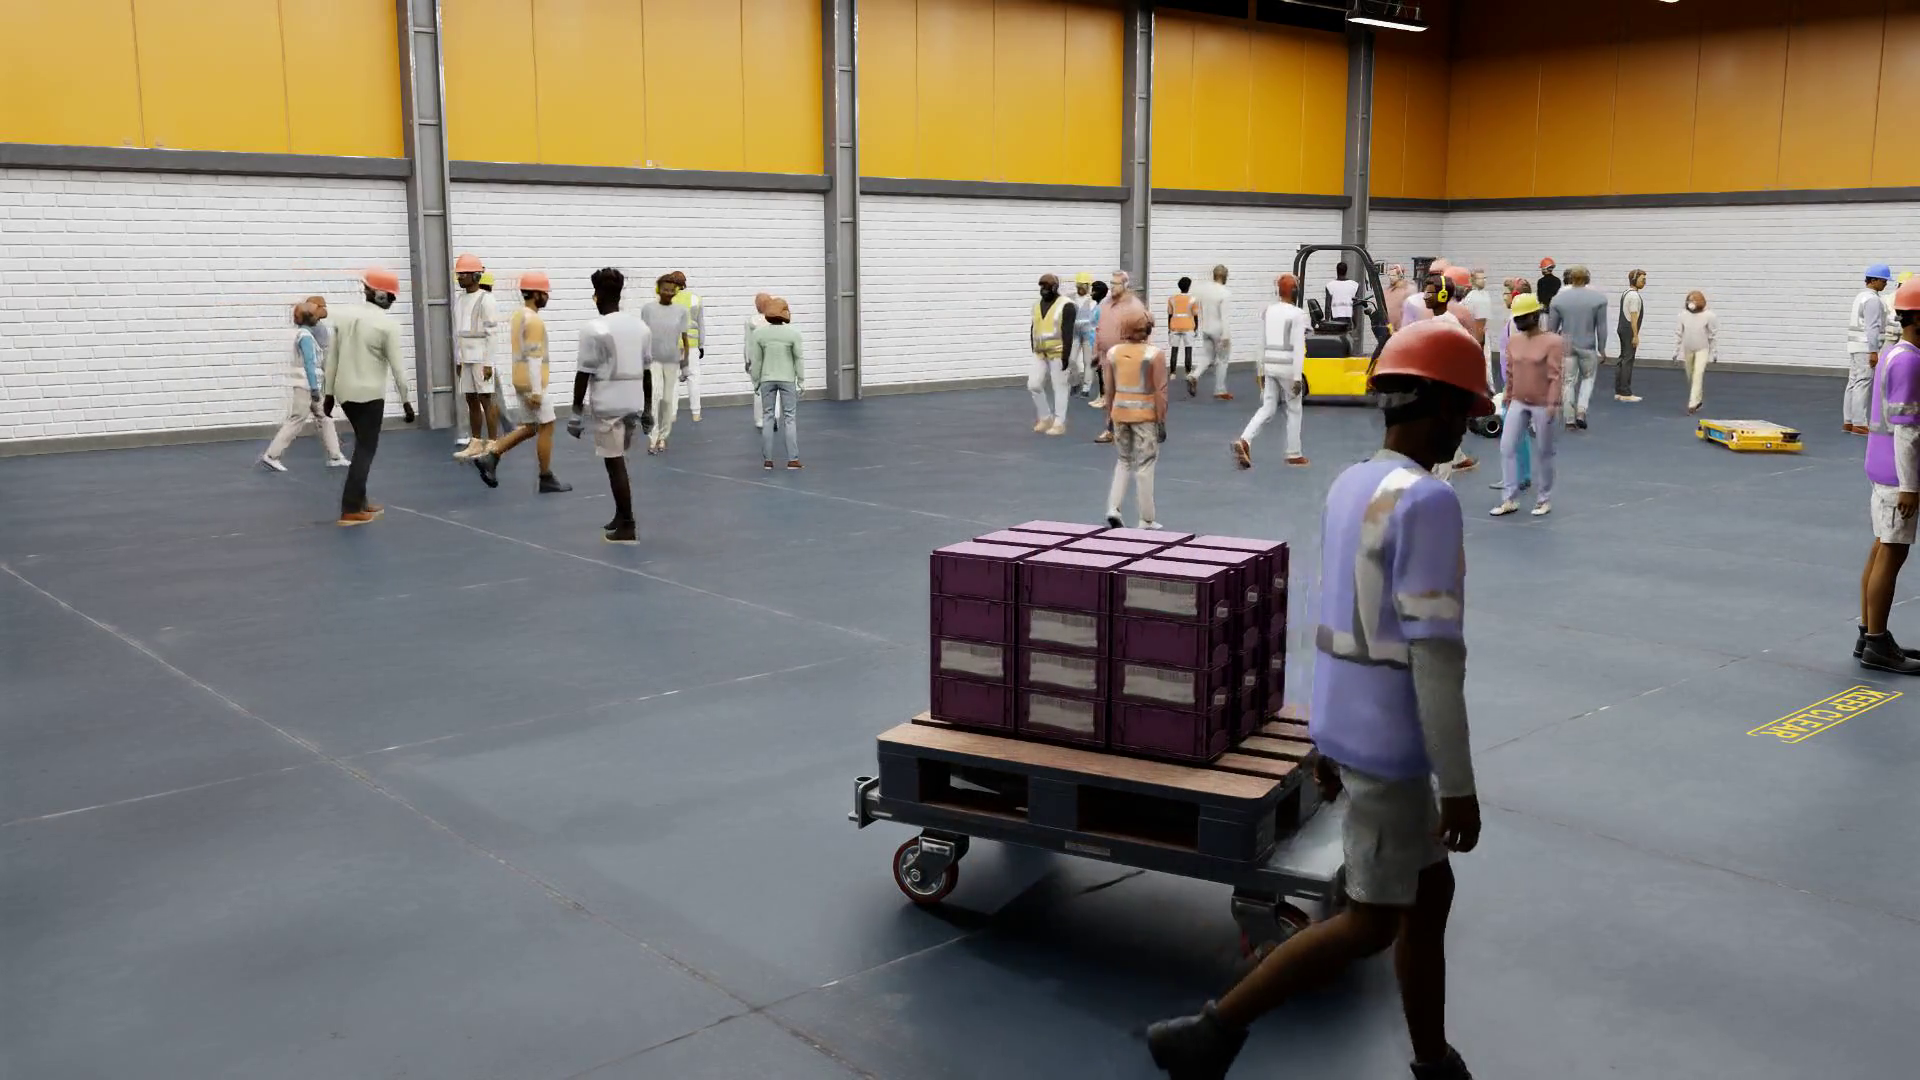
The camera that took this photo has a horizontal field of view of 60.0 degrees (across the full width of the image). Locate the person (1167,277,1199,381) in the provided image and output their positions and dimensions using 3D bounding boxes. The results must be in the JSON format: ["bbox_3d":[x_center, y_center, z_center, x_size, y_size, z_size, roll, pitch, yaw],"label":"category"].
[{"bbox_3d":[3.602,-3.399,26.881,0.533,1.688,0.318,3,10,19],"label":"person"}]

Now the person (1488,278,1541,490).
[{"bbox_3d":[4.861,-1.348,14.426,0.387,1.841,0.566,5,11,28],"label":"person"}]

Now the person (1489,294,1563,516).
[{"bbox_3d":[4.393,-1.030,12.881,0.713,1.724,0.543,-8,13,-41],"label":"person"}]

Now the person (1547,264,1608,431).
[{"bbox_3d":[7.136,-2.216,19.247,0.663,1.924,0.437,4,11,23],"label":"person"}]

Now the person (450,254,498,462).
[{"bbox_3d":[-4.796,-1.789,16.407,0.607,2.044,0.378,8,13,41],"label":"person"}]

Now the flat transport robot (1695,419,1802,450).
[{"bbox_3d":[8.400,-1.134,17.750,0.652,0.197,1.431,1,10,8],"label":"flat transport robot"}]

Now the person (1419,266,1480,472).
[{"bbox_3d":[4.426,-1.530,15.245,1.069,1.937,0.587,-5,11,-25],"label":"person"}]

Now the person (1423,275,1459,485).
[{"bbox_3d":[3.867,-1.212,13.532,0.327,1.874,0.521,0,10,-1],"label":"person"}]

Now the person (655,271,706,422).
[{"bbox_3d":[-3.431,-2.368,20.386,0.619,1.844,0.430,-2,10,-14],"label":"person"}]

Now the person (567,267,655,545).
[{"bbox_3d":[-2.498,-0.935,11.715,0.659,1.943,0.609,6,11,32],"label":"person"}]

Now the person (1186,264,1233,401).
[{"bbox_3d":[3.522,-2.887,23.194,0.656,1.919,0.629,-6,12,-33],"label":"person"}]

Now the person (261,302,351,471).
[{"bbox_3d":[-6.216,-1.450,15.717,0.840,1.602,0.532,-4,11,-23],"label":"person"}]

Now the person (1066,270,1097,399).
[{"bbox_3d":[1.746,-2.913,23.637,0.592,1.818,0.417,3,10,19],"label":"person"}]

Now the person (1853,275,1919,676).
[{"bbox_3d":[4.620,-0.321,8.119,0.359,1.938,0.545,4,11,23],"label":"person"}]

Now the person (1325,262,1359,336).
[{"bbox_3d":[6.557,-3.808,28.599,0.597,1.914,0.372,-1,10,-5],"label":"person"}]

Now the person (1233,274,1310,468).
[{"bbox_3d":[3.005,-1.595,15.825,0.836,1.863,0.594,-7,12,-35],"label":"person"}]

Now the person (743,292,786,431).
[{"bbox_3d":[-2.259,-2.076,19.374,0.519,1.609,0.758,-1,10,-8],"label":"person"}]

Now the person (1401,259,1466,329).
[{"bbox_3d":[4.727,-1.811,16.705,0.648,2.004,0.914,3,10,17],"label":"person"}]

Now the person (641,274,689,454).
[{"bbox_3d":[-3.040,-1.797,17.054,0.541,1.834,0.776,-2,10,-11],"label":"person"}]

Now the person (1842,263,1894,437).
[{"bbox_3d":[10.228,-2.139,18.758,0.402,1.940,0.602,2,10,13],"label":"person"}]

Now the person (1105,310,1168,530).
[{"bbox_3d":[1.295,-0.871,12.263,0.529,1.631,0.362,7,12,37],"label":"person"}]

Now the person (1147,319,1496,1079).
[{"bbox_3d":[0.876,0.453,3.745,0.858,1.885,0.634,0,10,-2],"label":"person"}]

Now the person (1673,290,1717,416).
[{"bbox_3d":[9.473,-2.409,21.368,0.778,1.588,0.526,-9,13,-43],"label":"person"}]

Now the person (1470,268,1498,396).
[{"bbox_3d":[7.374,-2.995,24.035,0.642,1.860,1.001,-7,12,-35],"label":"person"}]

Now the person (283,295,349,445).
[{"bbox_3d":[-6.872,-1.792,17.677,0.565,1.618,0.504,-7,12,-37],"label":"person"}]

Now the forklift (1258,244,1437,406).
[{"bbox_3d":[5.256,-2.933,22.661,2.313,2.155,1.214,3,10,16],"label":"forklift"}]

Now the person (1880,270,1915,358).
[{"bbox_3d":[13.083,-2.830,23.158,0.597,1.825,0.403,6,11,30],"label":"person"}]

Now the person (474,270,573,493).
[{"bbox_3d":[-3.720,-1.326,14.100,0.721,1.916,0.544,-6,11,-30],"label":"person"}]

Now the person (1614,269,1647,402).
[{"bbox_3d":[9.352,-2.846,23.188,0.350,1.842,0.506,1,10,8],"label":"person"}]

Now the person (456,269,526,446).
[{"bbox_3d":[-5.117,-1.966,17.902,0.618,1.875,0.957,5,11,28],"label":"person"}]

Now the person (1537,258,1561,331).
[{"bbox_3d":[10.804,-4.201,30.677,0.622,1.990,0.398,-7,12,-34],"label":"person"}]

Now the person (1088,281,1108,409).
[{"bbox_3d":[1.865,-2.598,22.156,0.317,1.695,0.540,0,10,-3],"label":"person"}]

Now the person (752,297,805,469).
[{"bbox_3d":[-1.723,-1.485,15.823,0.504,1.631,0.279,1,10,8],"label":"person"}]

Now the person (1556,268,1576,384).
[{"bbox_3d":[9.649,-3.395,26.461,0.631,1.824,0.570,-3,10,-20],"label":"person"}]

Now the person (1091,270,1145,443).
[{"bbox_3d":[1.772,-2.025,18.259,0.849,1.878,0.640,-7,12,-35],"label":"person"}]

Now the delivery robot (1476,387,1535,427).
[{"bbox_3d":[6.140,-1.481,18.678,0.707,0.478,0.477,0,10,-2],"label":"delivery robot"}]

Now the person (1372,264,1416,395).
[{"bbox_3d":[6.284,-3.025,24.065,0.406,1.901,0.639,-6,11,-31],"label":"person"}]

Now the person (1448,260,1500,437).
[{"bbox_3d":[5.640,-2.158,18.575,0.994,2.000,0.731,-6,11,-32],"label":"person"}]

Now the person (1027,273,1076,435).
[{"bbox_3d":[1.032,-2.092,18.827,0.645,1.826,0.443,8,12,39],"label":"person"}]

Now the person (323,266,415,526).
[{"bbox_3d":[-4.480,-1.082,12.567,0.648,1.939,0.628,5,11,27],"label":"person"}]
